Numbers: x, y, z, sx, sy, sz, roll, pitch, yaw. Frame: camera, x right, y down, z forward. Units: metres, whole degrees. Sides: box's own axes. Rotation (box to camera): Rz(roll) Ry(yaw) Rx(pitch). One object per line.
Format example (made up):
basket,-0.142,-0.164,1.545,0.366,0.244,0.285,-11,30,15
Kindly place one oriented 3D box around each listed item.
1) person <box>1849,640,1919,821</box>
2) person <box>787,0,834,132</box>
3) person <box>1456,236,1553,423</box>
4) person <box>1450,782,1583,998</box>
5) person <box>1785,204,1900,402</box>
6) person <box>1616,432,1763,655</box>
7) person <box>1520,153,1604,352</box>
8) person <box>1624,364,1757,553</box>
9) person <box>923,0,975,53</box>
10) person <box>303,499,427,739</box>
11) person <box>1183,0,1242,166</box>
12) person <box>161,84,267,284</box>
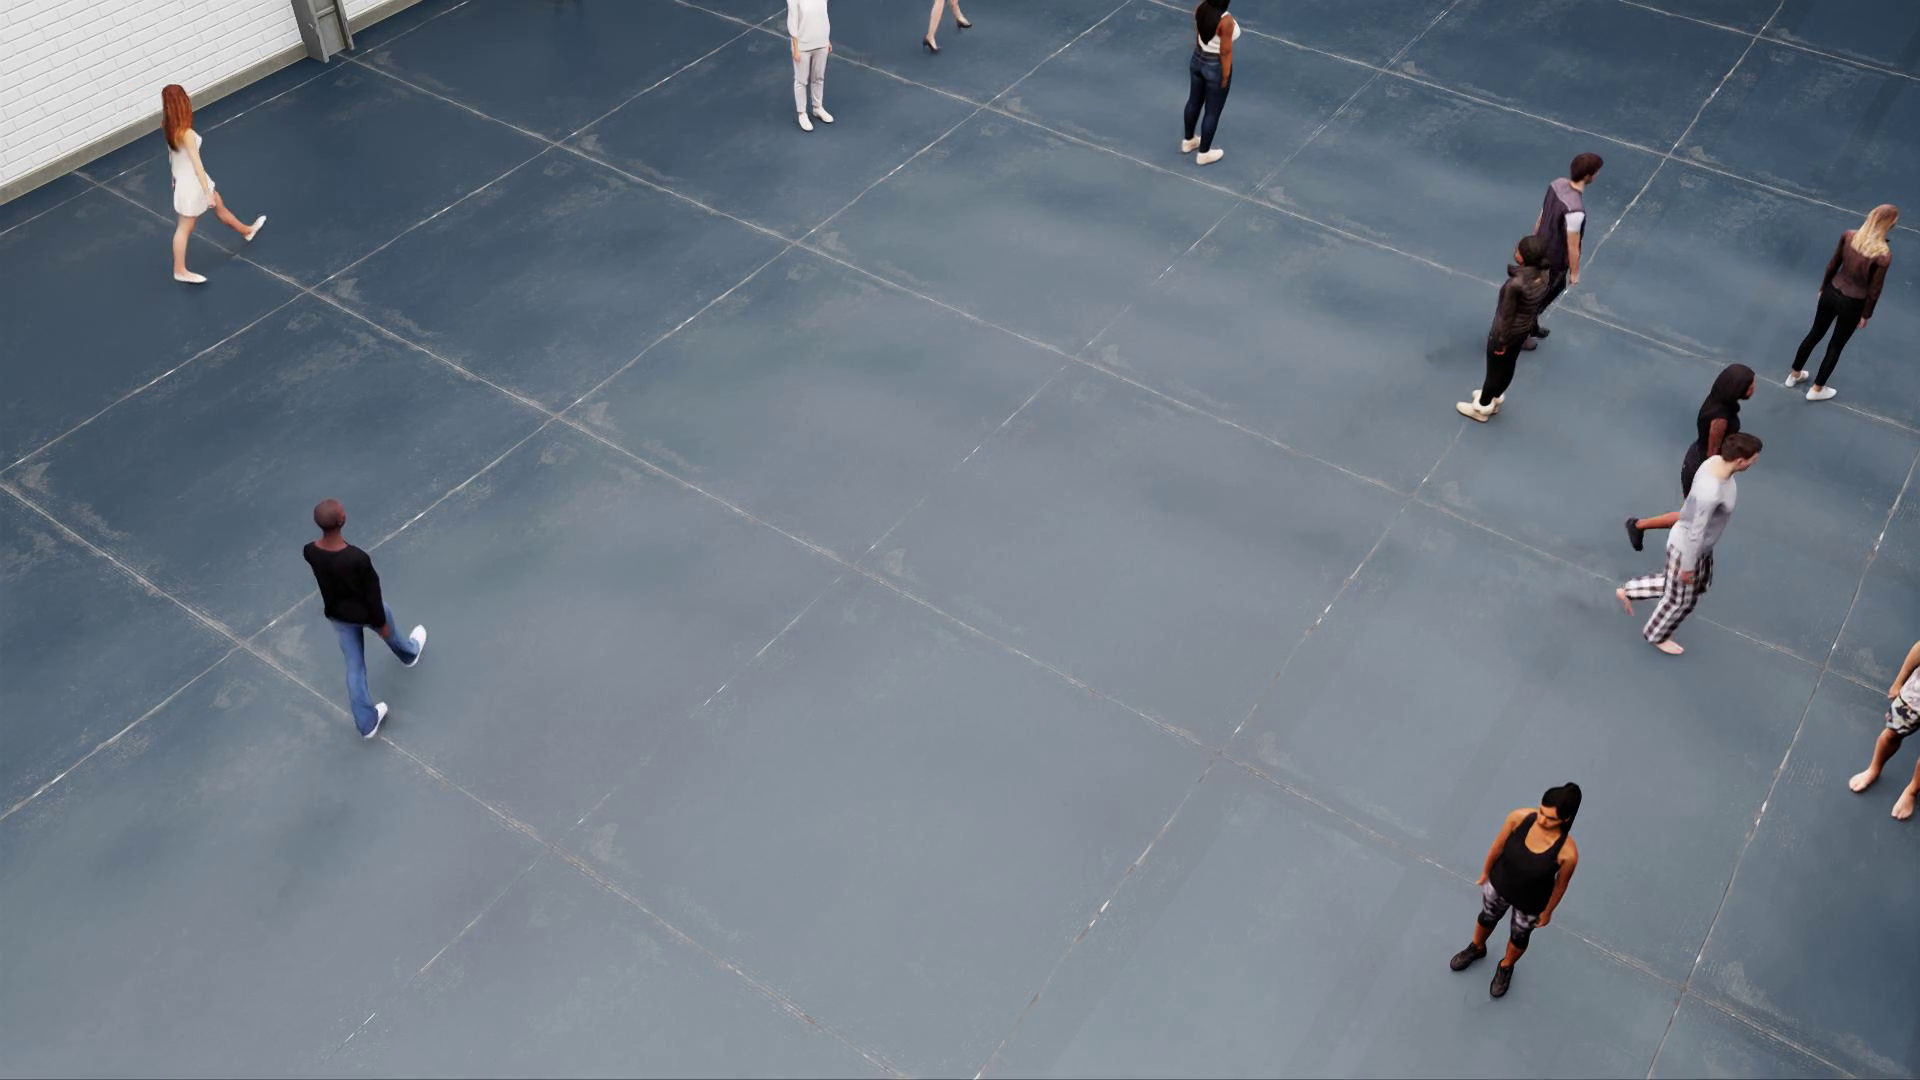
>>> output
person,5.843,0.916,9.885,0.708,1.811,0.633,34,53,31
person,-1.447,-4.788,15.962,0.586,1.688,0.722,-27,50,-26
person,4.177,-1.581,12.611,0.719,1.666,0.661,11,45,11
person,3.040,1.870,8.993,0.608,1.659,0.551,34,53,30
person,6.832,-1.847,12.864,0.665,1.703,0.679,-19,47,-19
person,4.680,-0.009,10.842,0.739,1.830,0.722,22,48,21
person,4.597,-2.240,13.184,0.851,1.829,0.775,1,44,1
person,5.016,-0.493,11.426,0.751,1.725,0.827,18,46,18
person,-0.232,-5.842,17.006,1.064,1.773,0.860,-22,48,-22
person,-3.803,0.522,10.380,0.953,1.699,1.219,6,44,7
person,2.318,-4.381,15.446,0.720,1.809,0.711,-24,49,-23
person,-6.584,-2.986,14.103,1.256,1.643,0.851,-27,50,-26
